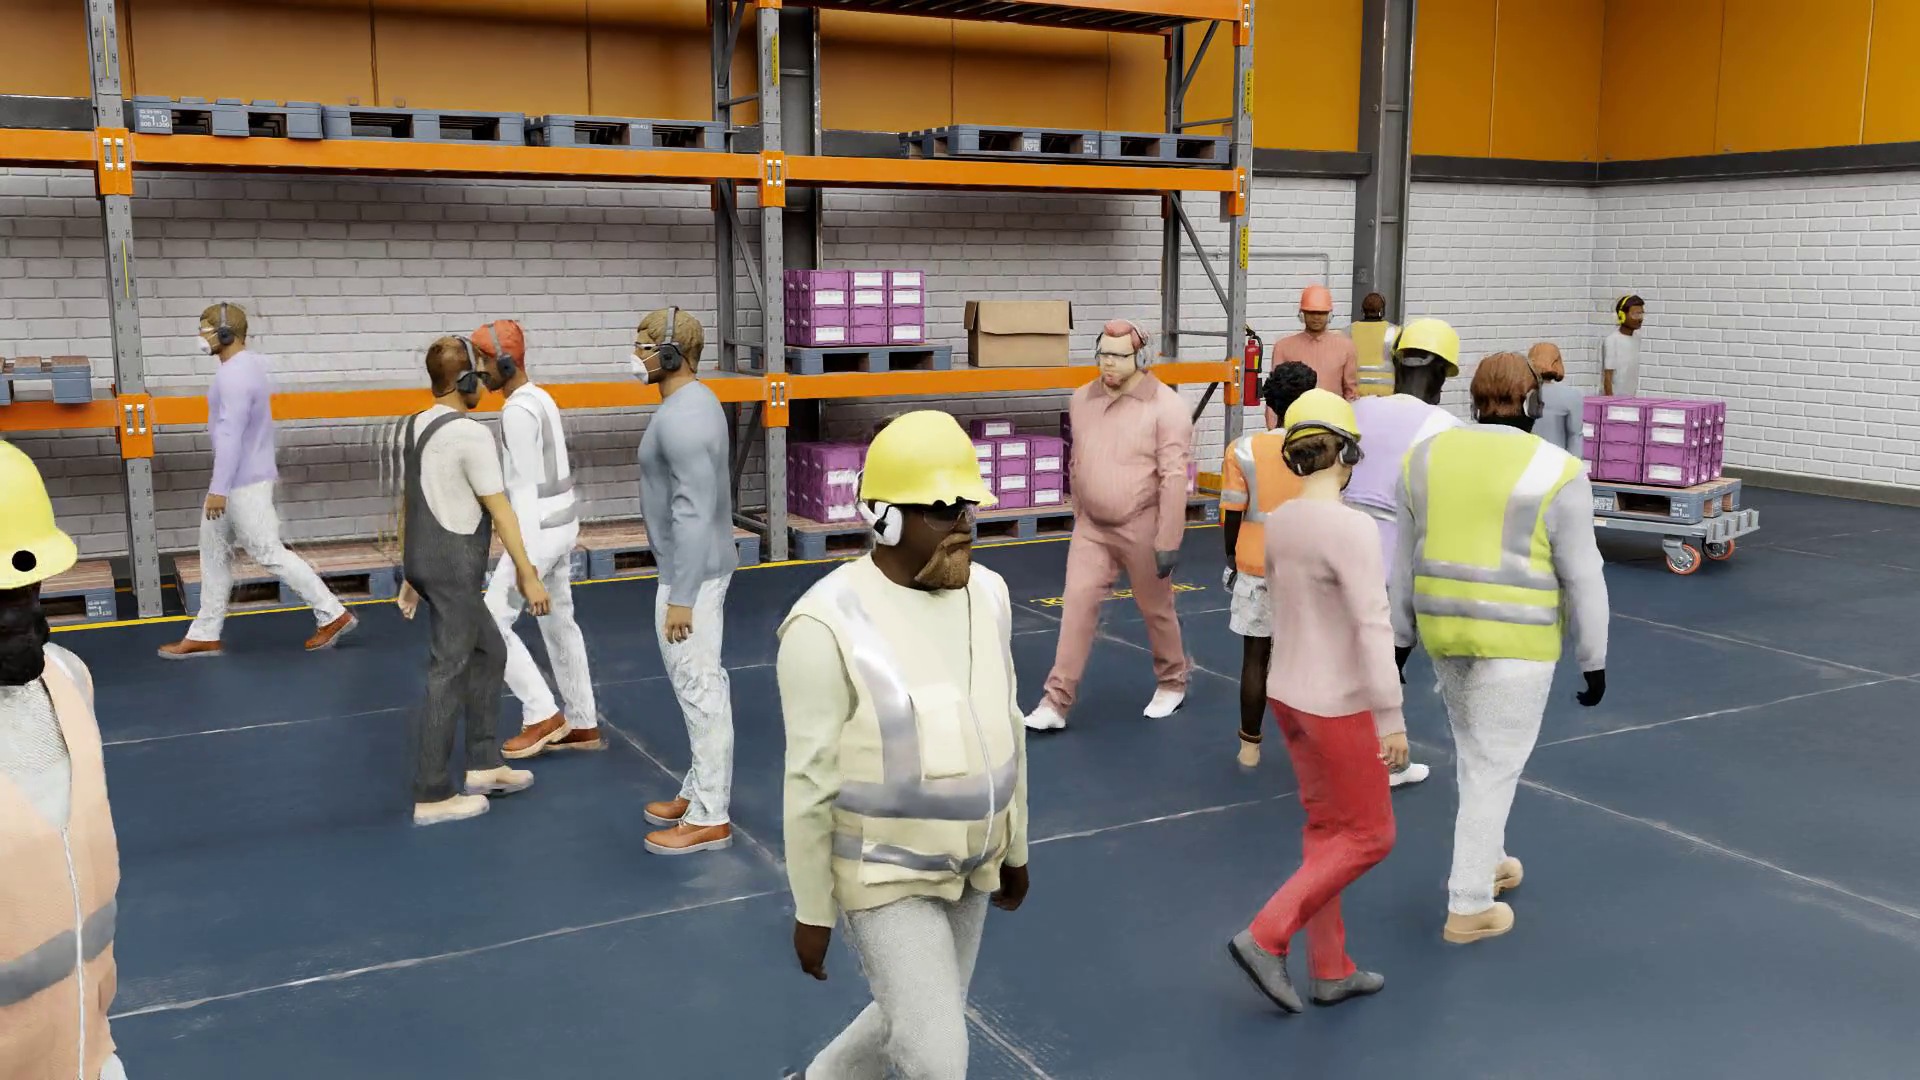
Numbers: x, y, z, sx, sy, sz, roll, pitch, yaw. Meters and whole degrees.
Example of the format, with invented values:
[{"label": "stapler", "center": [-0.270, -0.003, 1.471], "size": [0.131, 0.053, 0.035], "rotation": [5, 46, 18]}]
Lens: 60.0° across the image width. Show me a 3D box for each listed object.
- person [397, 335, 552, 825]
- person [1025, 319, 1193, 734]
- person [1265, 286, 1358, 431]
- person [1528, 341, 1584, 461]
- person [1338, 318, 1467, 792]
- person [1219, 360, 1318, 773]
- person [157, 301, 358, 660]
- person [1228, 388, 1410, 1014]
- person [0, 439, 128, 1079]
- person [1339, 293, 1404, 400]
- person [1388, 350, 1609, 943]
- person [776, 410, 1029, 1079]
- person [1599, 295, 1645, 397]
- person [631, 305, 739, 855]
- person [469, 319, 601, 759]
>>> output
[{"label": "person", "center": [-1.822, 0.146, 6.282], "size": [0.703, 1.816, 0.539], "rotation": [-8, 12, -40]}, {"label": "person", "center": [0.714, -0.057, 7.436], "size": [0.665, 1.843, 1.005], "rotation": [7, 12, 38]}, {"label": "person", "center": [2.504, -0.835, 11.868], "size": [0.636, 1.944, 1.050], "rotation": [3, 10, 16]}, {"label": "person", "center": [3.596, -0.414, 10.290], "size": [0.532, 1.614, 0.564], "rotation": [5, 11, 30]}, {"label": "person", "center": [1.686, 0.106, 6.323], "size": [0.799, 1.869, 0.609], "rotation": [-6, 11, -33]}, {"label": "person", "center": [1.329, 0.118, 6.792], "size": [0.539, 1.698, 0.318], "rotation": [3, 10, 15]}, {"label": "person", "center": [-3.750, -0.311, 8.816], "size": [0.970, 1.905, 0.640], "rotation": [-4, 10, -23]}, {"label": "person", "center": [0.992, 0.460, 4.591], "size": [0.494, 1.733, 0.594], "rotation": [-3, 10, -16]}, {"label": "person", "center": [-1.397, 0.764, 2.371], "size": [0.993, 1.876, 0.591], "rotation": [1, 9, 5]}, {"label": "person", "center": [3.745, -1.324, 15.152], "size": [0.627, 1.844, 0.429], "rotation": [4, 10, 24]}, {"label": "person", "center": [1.739, 0.317, 5.240], "size": [0.779, 1.808, 0.665], "rotation": [-8, 12, -41]}, {"label": "person", "center": [-0.123, 0.625, 3.407], "size": [0.838, 1.804, 0.603], "rotation": [8, 12, 41]}, {"label": "person", "center": [5.488, -1.075, 13.645], "size": [0.547, 1.833, 0.839], "rotation": [-6, 11, -35]}, {"label": "person", "center": [-0.977, 0.143, 5.913], "size": [0.377, 1.940, 0.628], "rotation": [-1, 9, -6]}, {"label": "person", "center": [-1.777, 0.018, 6.930], "size": [0.536, 1.852, 0.716], "rotation": [-1, 9, -6]}]
